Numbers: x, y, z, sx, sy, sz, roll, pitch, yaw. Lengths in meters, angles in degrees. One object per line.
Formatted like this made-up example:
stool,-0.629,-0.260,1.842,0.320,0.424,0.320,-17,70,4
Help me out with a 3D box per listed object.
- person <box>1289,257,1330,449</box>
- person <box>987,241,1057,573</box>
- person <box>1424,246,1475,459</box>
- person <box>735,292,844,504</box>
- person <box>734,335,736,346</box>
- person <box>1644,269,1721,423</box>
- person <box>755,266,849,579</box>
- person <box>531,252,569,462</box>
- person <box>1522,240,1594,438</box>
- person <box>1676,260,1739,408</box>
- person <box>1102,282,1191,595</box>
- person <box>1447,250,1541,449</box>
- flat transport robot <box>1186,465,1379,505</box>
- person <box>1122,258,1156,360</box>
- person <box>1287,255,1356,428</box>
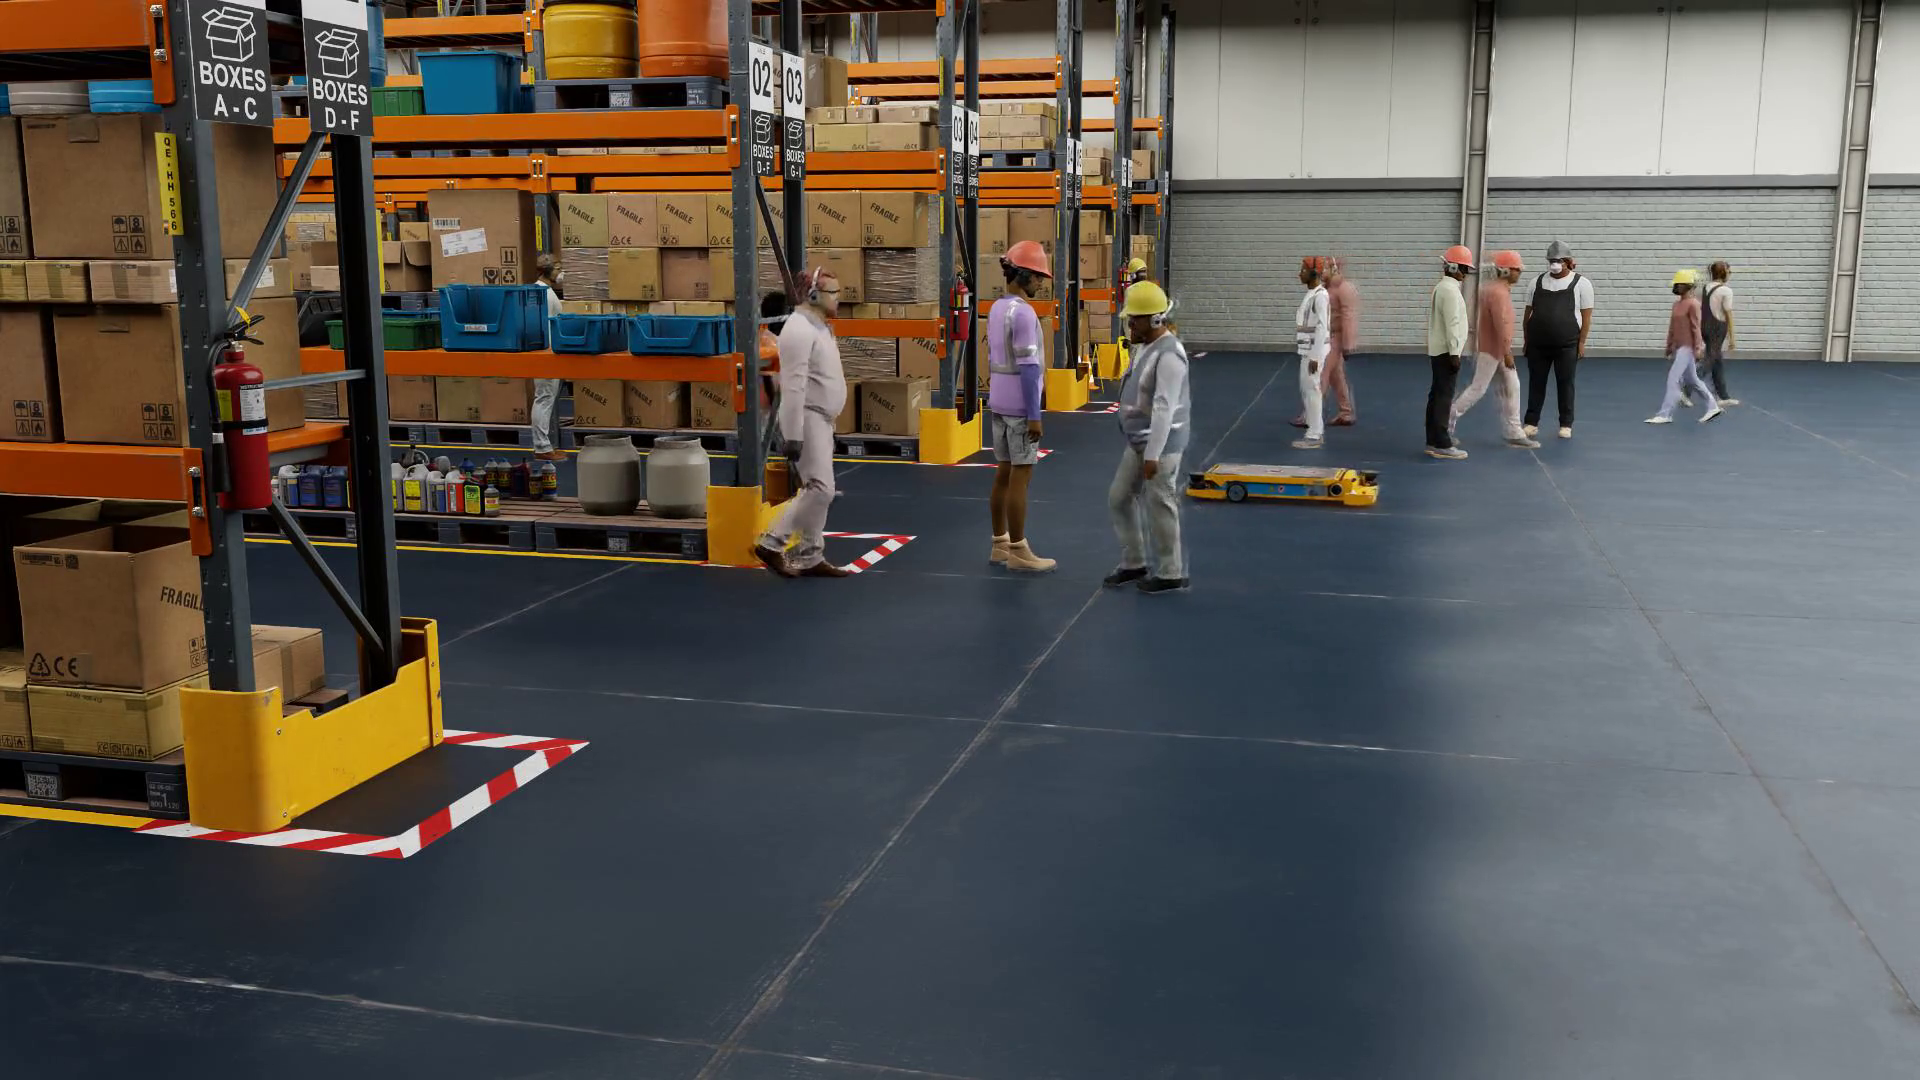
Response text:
person,3.465,-1.831,16.354,0.447,1.878,0.614,0,10,2
person,0.377,-0.817,10.286,0.384,2.035,0.605,-4,11,-19
person,4.609,-1.764,15.668,0.393,1.985,0.611,1,10,3
person,-1.339,-1.016,12.435,0.875,1.646,0.552,2,11,13
person,-2.802,-2.536,20.114,0.415,1.924,0.574,3,11,14
person,8.150,-2.156,18.571,0.886,1.729,0.535,0,10,0
person,-0.904,-0.676,9.906,0.464,1.887,0.686,1,10,5
person,-3.818,-1.678,15.361,0.373,1.932,0.629,-3,11,-17
person,6.157,-2.078,17.251,0.686,2.000,0.538,7,12,33
person,9.169,-2.510,20.308,0.940,1.810,0.523,-2,11,-13
person,1.042,-0.555,9.465,0.596,1.801,0.605,-2,10,-10
person,5.199,-1.871,16.372,0.993,1.955,0.598,6,12,29
flat transport robot,2.551,-0.449,13.127,1.431,0.197,0.652,3,11,17
person,2.181,-2.518,20.300,0.404,1.821,0.587,10,14,43
person,3.931,-2.144,18.098,0.924,1.871,0.660,-2,10,-9
